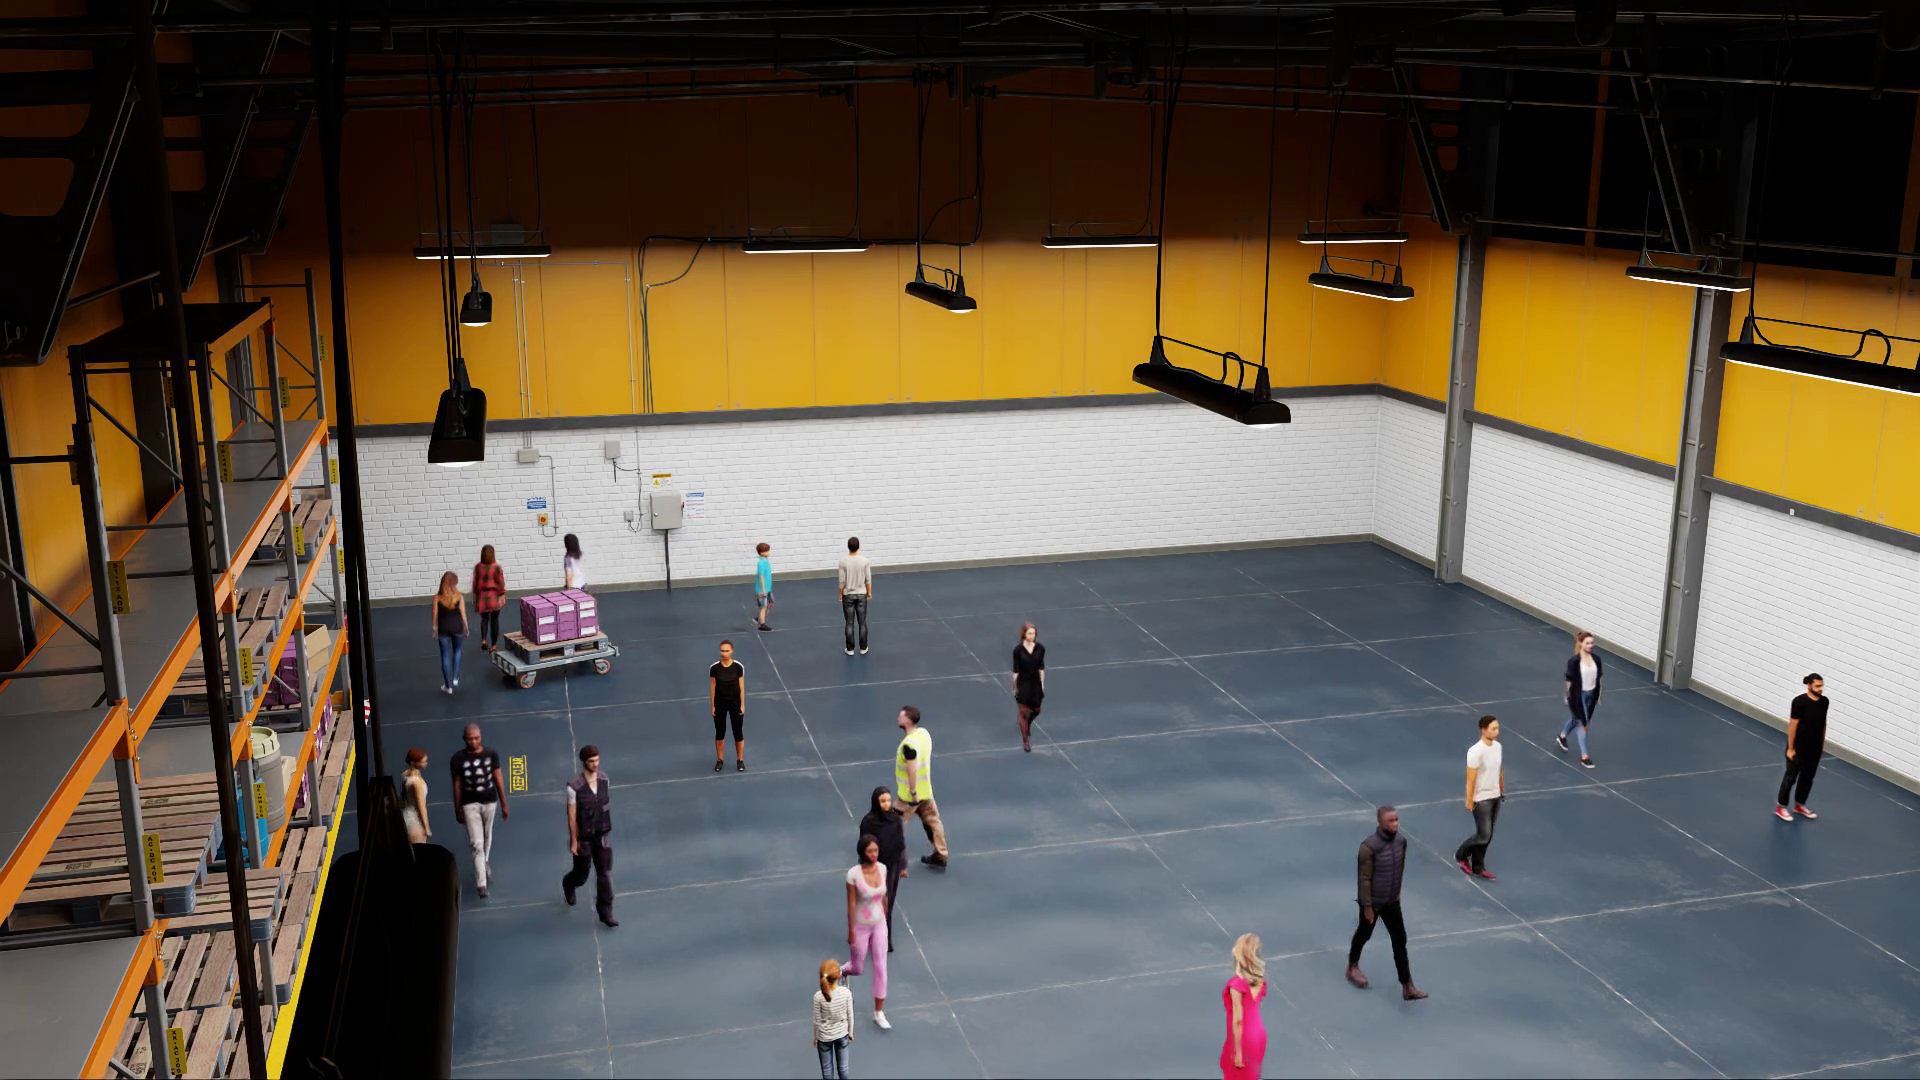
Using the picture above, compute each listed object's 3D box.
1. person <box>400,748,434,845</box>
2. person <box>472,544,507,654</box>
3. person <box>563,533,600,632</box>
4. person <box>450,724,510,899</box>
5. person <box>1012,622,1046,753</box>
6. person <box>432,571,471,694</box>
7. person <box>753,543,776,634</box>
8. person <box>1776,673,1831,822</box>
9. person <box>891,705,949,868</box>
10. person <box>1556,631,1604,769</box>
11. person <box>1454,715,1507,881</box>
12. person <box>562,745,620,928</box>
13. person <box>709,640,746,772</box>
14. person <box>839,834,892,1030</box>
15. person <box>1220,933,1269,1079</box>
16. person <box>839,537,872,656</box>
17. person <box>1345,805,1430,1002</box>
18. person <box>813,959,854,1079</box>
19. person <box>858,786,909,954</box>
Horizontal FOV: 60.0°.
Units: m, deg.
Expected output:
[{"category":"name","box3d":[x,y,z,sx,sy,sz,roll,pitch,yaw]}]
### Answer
[{"category":"person","box3d":[-5.618,2.890,16.925,0.640,1.611,0.791,12,18,40]},{"category":"person","box3d":[-7.084,0.924,24.886,0.737,1.684,0.729,1,14,5]},{"category":"person","box3d":[-5.813,0.773,25.514,1.195,1.683,1.109,7,15,27]},{"category":"person","box3d":[-4.982,2.747,17.223,0.860,1.747,1.278,-7,15,-28]},{"category":"person","box3d":[0.828,1.836,21.095,0.577,1.696,0.681,-4,14,-15]},{"category":"person","box3d":[-7.108,1.311,23.270,0.722,1.692,0.758,-8,16,-29]},{"category":"person","box3d":[-3.153,0.739,26.165,0.687,1.442,0.624,3,14,11]},{"category":"person","box3d":[9.596,2.338,18.907,0.623,1.751,0.544,-4,14,-16]},{"category":"person","box3d":[-0.414,2.641,17.557,1.201,1.796,1.187,6,15,24]},{"category":"person","box3d":[7.713,1.943,20.757,0.639,1.647,1.108,-3,14,-11]},{"category":"person","box3d":[5.429,2.675,17.420,0.780,1.794,0.819,-11,18,-39]},{"category":"person","box3d":[-3.700,2.897,16.434,0.951,1.828,1.141,-12,18,-41]},{"category":"person","box3d":[-2.848,2.013,20.430,0.622,1.666,0.582,0,14,-1]},{"category":"person","box3d":[-0.851,3.392,14.605,0.744,1.726,1.041,-8,16,-30]},{"category":"person","box3d":[2.208,3.875,12.690,0.832,1.689,0.825,7,15,27]},{"category":"person","box3d":[-1.578,0.830,25.003,0.662,1.812,0.569,-2,14,-9]},{"category":"person","box3d":[3.739,3.245,15.081,0.879,1.789,1.207,-7,15,-27]},{"category":"person","box3d":[-1.008,3.948,13.188,0.465,1.314,0.450,-4,14,-15]},{"category":"person","box3d":[-0.786,3.110,16.025,0.741,1.607,0.878,-8,16,-29]}]
